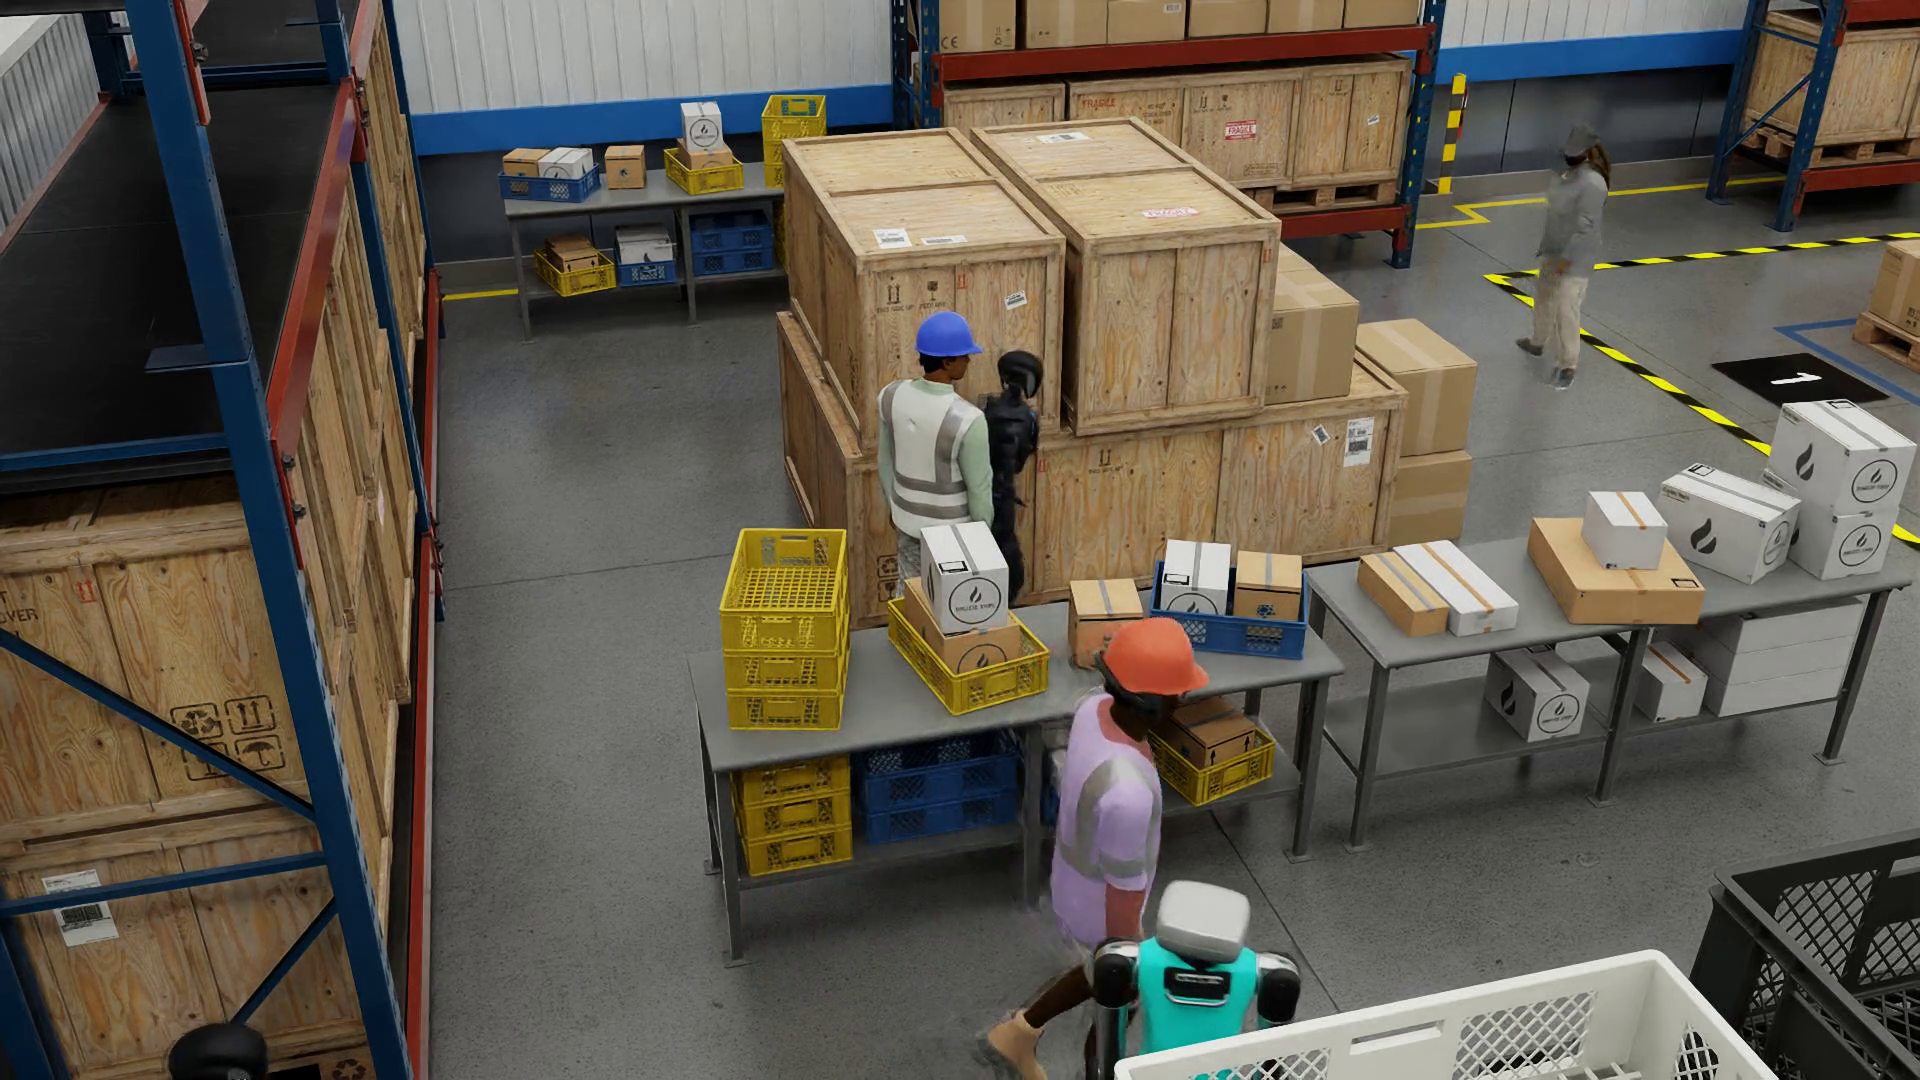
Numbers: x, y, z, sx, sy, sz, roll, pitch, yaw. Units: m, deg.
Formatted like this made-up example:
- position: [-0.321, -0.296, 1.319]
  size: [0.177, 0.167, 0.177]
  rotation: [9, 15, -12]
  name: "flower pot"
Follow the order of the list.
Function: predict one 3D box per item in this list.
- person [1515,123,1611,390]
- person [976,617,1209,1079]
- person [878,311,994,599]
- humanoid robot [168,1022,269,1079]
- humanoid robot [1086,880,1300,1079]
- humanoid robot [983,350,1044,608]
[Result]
- position: [4.039, -1.969, 11.178]
  size: [0.392, 1.734, 0.814]
  rotation: [-3, 29, -6]
  name: "person"
- position: [0.430, 1.126, 5.260]
  size: [0.598, 2.025, 0.624]
  rotation: [-1, 29, -2]
  name: "person"
- position: [-0.096, -0.108, 7.576]
  size: [0.609, 1.942, 0.398]
  rotation: [22, 36, 34]
  name: "person"
- position: [-1.765, 1.858, 4.320]
  size: [0.703, 1.639, 0.603]
  rotation: [-9, 30, -17]
  name: "humanoid robot"
- position: [0.574, 1.754, 4.319]
  size: [0.531, 1.688, 0.751]
  rotation: [3, 29, 6]
  name: "humanoid robot"
- position: [0.172, -0.144, 7.922]
  size: [0.432, 1.636, 0.607]
  rotation: [-1, 29, -2]
  name: "humanoid robot"
